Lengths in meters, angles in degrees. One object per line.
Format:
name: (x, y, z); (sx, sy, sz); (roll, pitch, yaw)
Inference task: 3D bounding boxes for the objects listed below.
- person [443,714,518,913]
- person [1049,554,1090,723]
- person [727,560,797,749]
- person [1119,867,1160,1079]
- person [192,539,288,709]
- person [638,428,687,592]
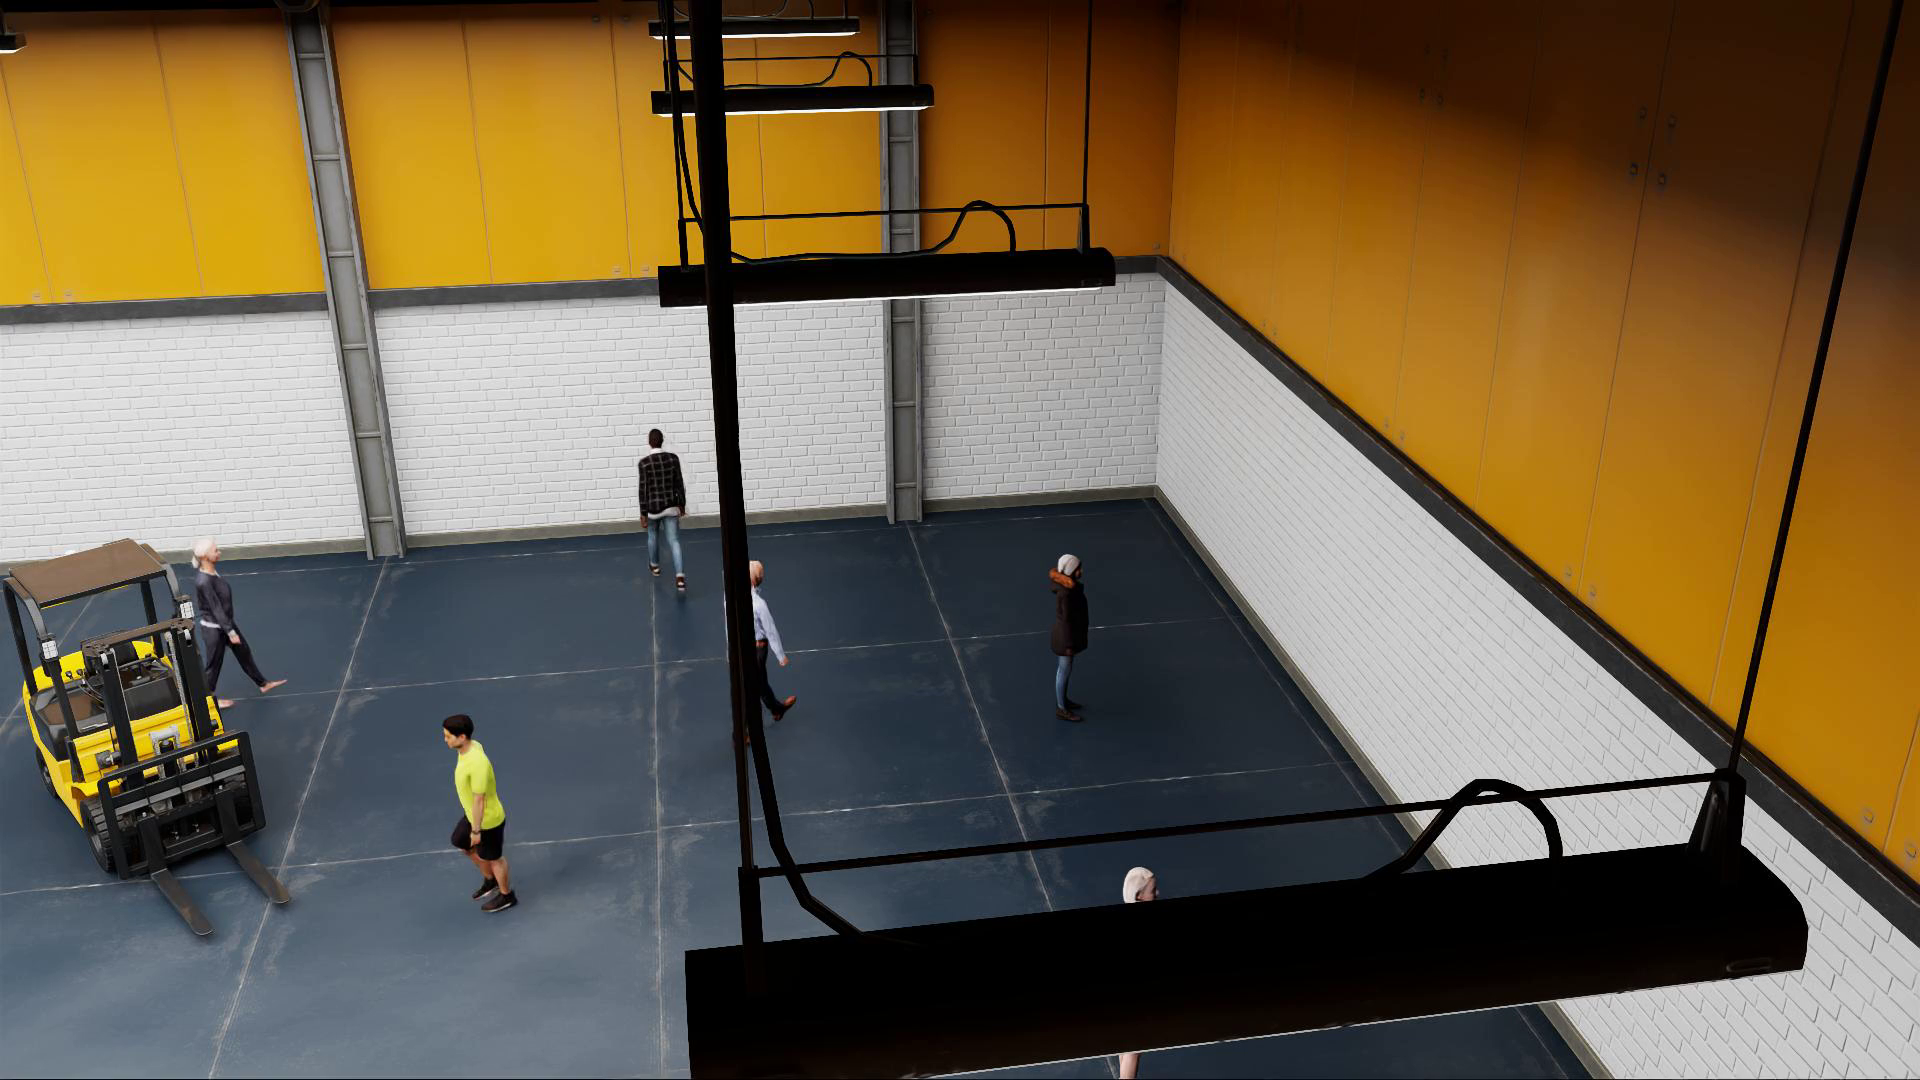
person: (-3.563, 2.047, 12.673); (0.770, 1.691, 0.768); (-17, 29, -33)
person: (0.997, 0.881, 15.411); (0.695, 1.633, 0.700); (3, 24, 6)
person: (-1.921, 1.052, 14.862); (1.185, 1.760, 1.029); (-21, 31, -40)
person: (1.140, 2.876, 10.601); (0.583, 1.830, 0.628); (2, 24, 4)
person: (-7.008, 0.804, 15.504); (0.964, 1.699, 0.681); (-6, 24, -14)
person: (-3.173, -0.284, 17.892); (1.229, 1.782, 0.971); (-10, 26, -22)
